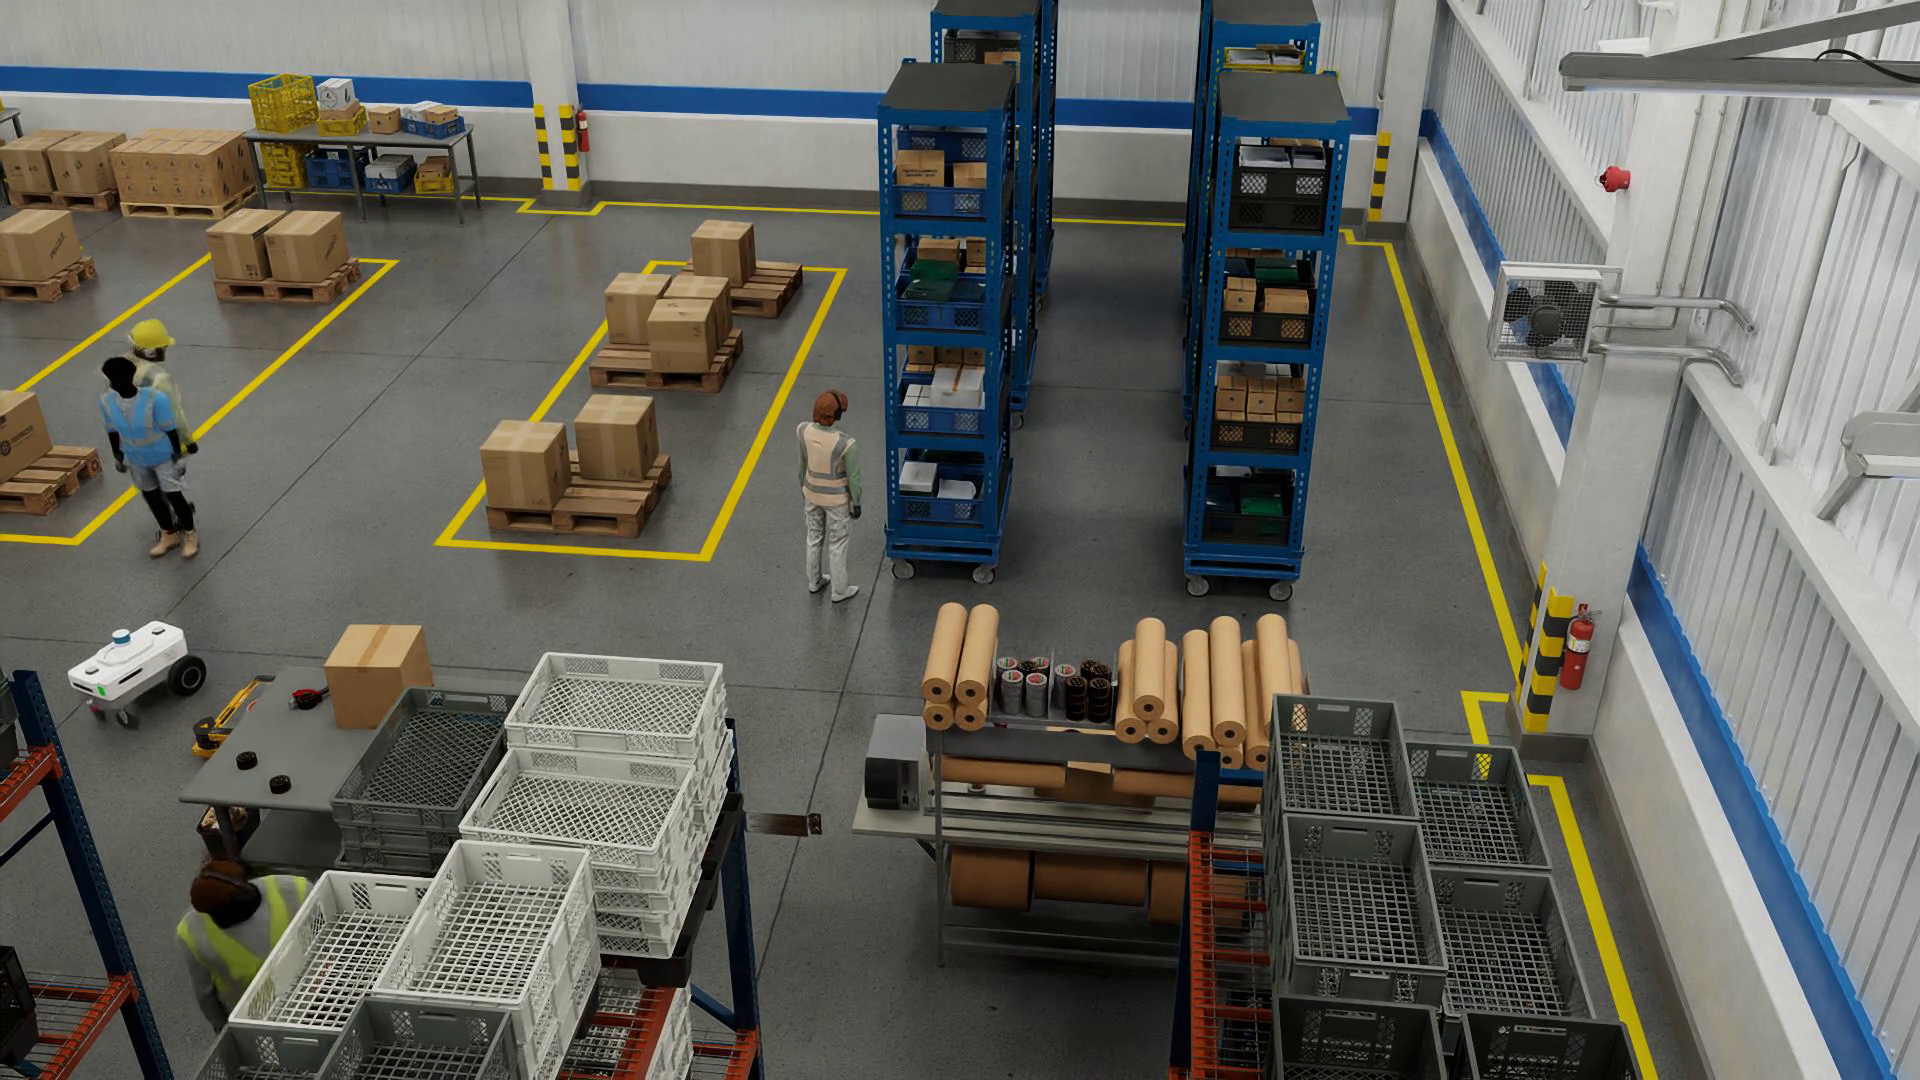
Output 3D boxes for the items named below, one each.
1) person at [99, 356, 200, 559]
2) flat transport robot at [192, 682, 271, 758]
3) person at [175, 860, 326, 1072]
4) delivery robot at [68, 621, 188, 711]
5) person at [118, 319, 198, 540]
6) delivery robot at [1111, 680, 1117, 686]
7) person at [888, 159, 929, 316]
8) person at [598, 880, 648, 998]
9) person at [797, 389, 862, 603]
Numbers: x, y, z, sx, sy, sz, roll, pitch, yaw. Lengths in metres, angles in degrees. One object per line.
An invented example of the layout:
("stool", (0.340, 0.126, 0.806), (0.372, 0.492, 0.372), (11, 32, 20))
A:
("person", (-6.000, -0.605, 12.294), (0.552, 1.677, 0.369), (3, 30, 5))
("flat transport robot", (-4.089, 1.163, 10.648), (1.431, 0.197, 0.652), (3, 30, 6))
("person", (-3.077, 2.099, 7.567), (0.686, 1.775, 0.975), (-21, 36, -31))
("delivery robot", (-5.436, 0.810, 10.884), (0.477, 0.478, 0.707), (14, 33, 23))
("person", (-6.034, -0.850, 12.605), (0.675, 1.792, 0.552), (17, 34, 27))
("delivery robot", (0.956, 1.152, 10.297), (0.477, 0.478, 0.707), (14, 33, 22))
("person", (-0.516, -3.125, 16.371), (0.792, 1.944, 0.442), (-26, 39, -37))
("person", (-1.740, 1.798, 7.922), (0.629, 1.932, 0.358), (-4, 30, -6))
("person", (-0.926, -0.303, 11.823), (0.526, 1.632, 0.316), (17, 34, 26))
